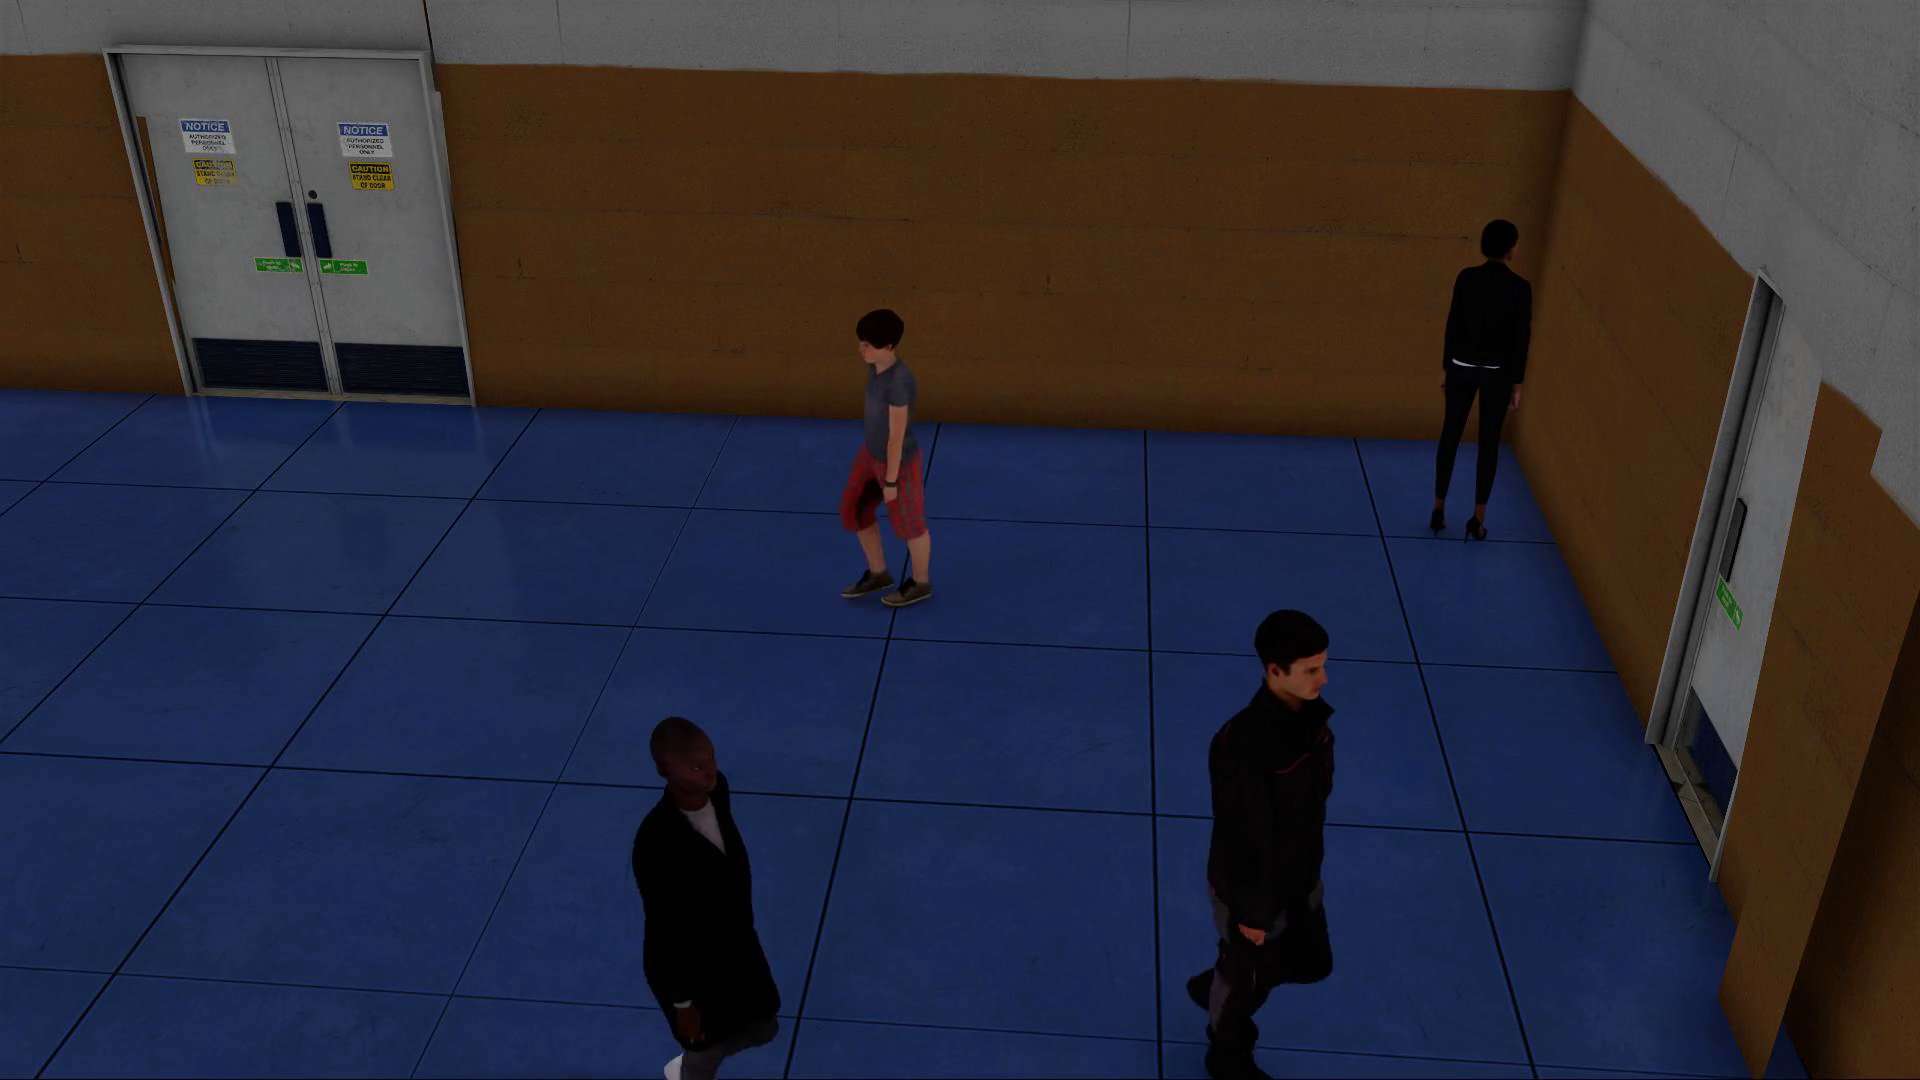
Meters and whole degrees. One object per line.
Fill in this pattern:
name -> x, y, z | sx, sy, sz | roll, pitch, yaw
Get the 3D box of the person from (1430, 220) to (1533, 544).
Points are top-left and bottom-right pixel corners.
person -> 2.832, -0.855, 9.082 | 0.686, 1.835, 0.691 | 18, 33, 29

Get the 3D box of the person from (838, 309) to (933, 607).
person -> -0.270, -0.411, 8.464 | 0.820, 1.636, 0.769 | -12, 31, -21

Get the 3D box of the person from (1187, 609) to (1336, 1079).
person -> 0.932, 1.049, 5.495 | 0.940, 1.932, 0.871 | 21, 35, 33

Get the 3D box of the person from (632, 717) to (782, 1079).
person -> -0.884, 1.305, 5.257 | 0.844, 1.709, 0.786 | 14, 32, 24
